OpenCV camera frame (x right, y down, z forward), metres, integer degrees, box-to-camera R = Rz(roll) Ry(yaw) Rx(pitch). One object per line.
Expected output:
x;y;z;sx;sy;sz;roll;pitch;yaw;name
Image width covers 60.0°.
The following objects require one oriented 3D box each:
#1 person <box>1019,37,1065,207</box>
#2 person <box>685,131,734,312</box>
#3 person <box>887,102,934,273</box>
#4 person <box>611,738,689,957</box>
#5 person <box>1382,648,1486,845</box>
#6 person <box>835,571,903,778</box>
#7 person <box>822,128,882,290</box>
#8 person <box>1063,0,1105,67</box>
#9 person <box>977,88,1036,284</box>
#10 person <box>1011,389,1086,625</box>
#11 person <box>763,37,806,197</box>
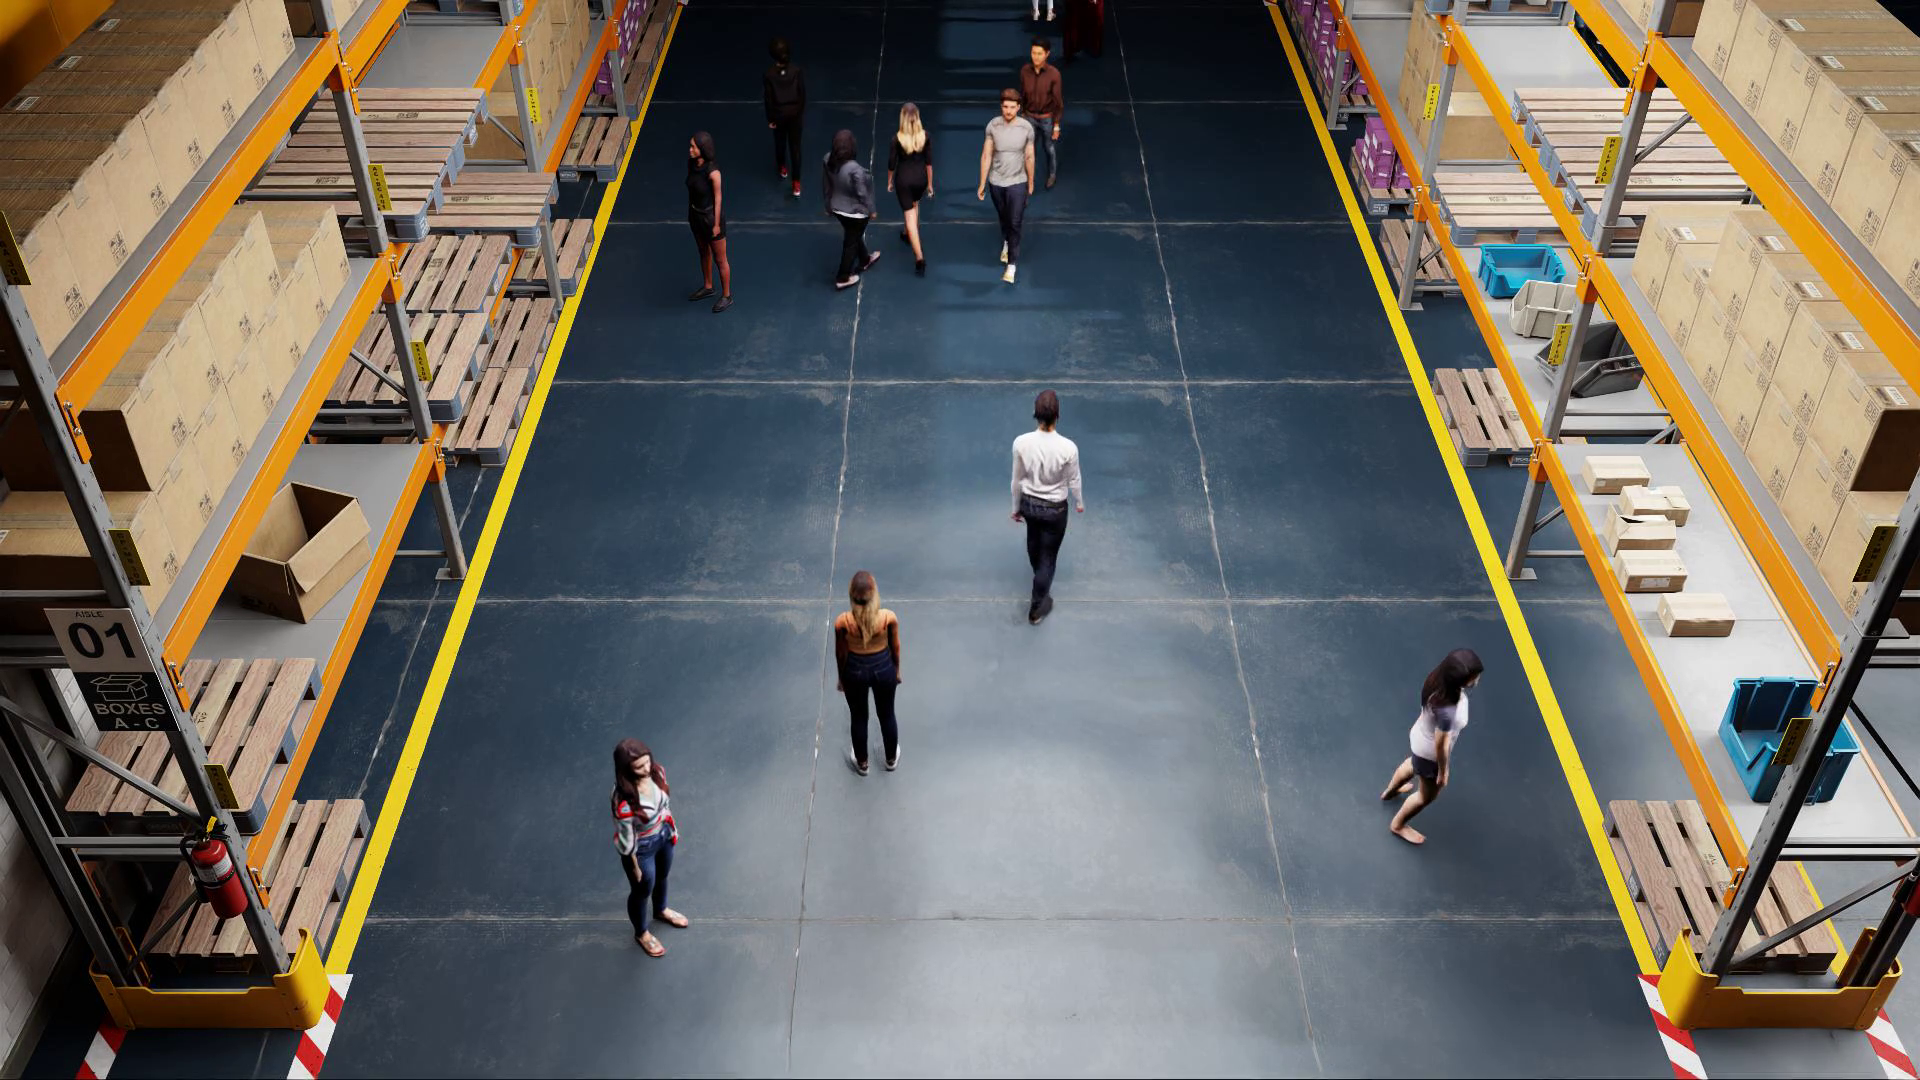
0.869;-4.351;17.184;0.959;1.727;1.266;14;41;16;person
-2.345;-2.974;15.449;0.671;1.741;0.724;30;48;32;person
-0.451;-3.359;16.019;0.817;1.631;1.108;-13;40;-15;person
-1.820;1.747;9.642;0.727;1.611;0.603;19;42;22;person
2.877;1.237;10.236;0.901;1.666;0.551;-3;39;-4;person
-0.586;0.868;10.729;0.608;1.627;0.548;-6;39;-8;person
-1.082;-3.111;15.754;1.029;1.574;0.976;-30;48;-32;person
1.404;-6.513;19.885;0.904;1.734;0.972;26;45;29;person
0.471;-3.487;16.000;0.845;1.856;1.177;10;40;12;person
0.567;-0.173;11.859;0.846;1.845;1.036;15;41;18;person
-1.778;-4.378;17.288;0.705;1.639;1.108;-6;39;-7;person
